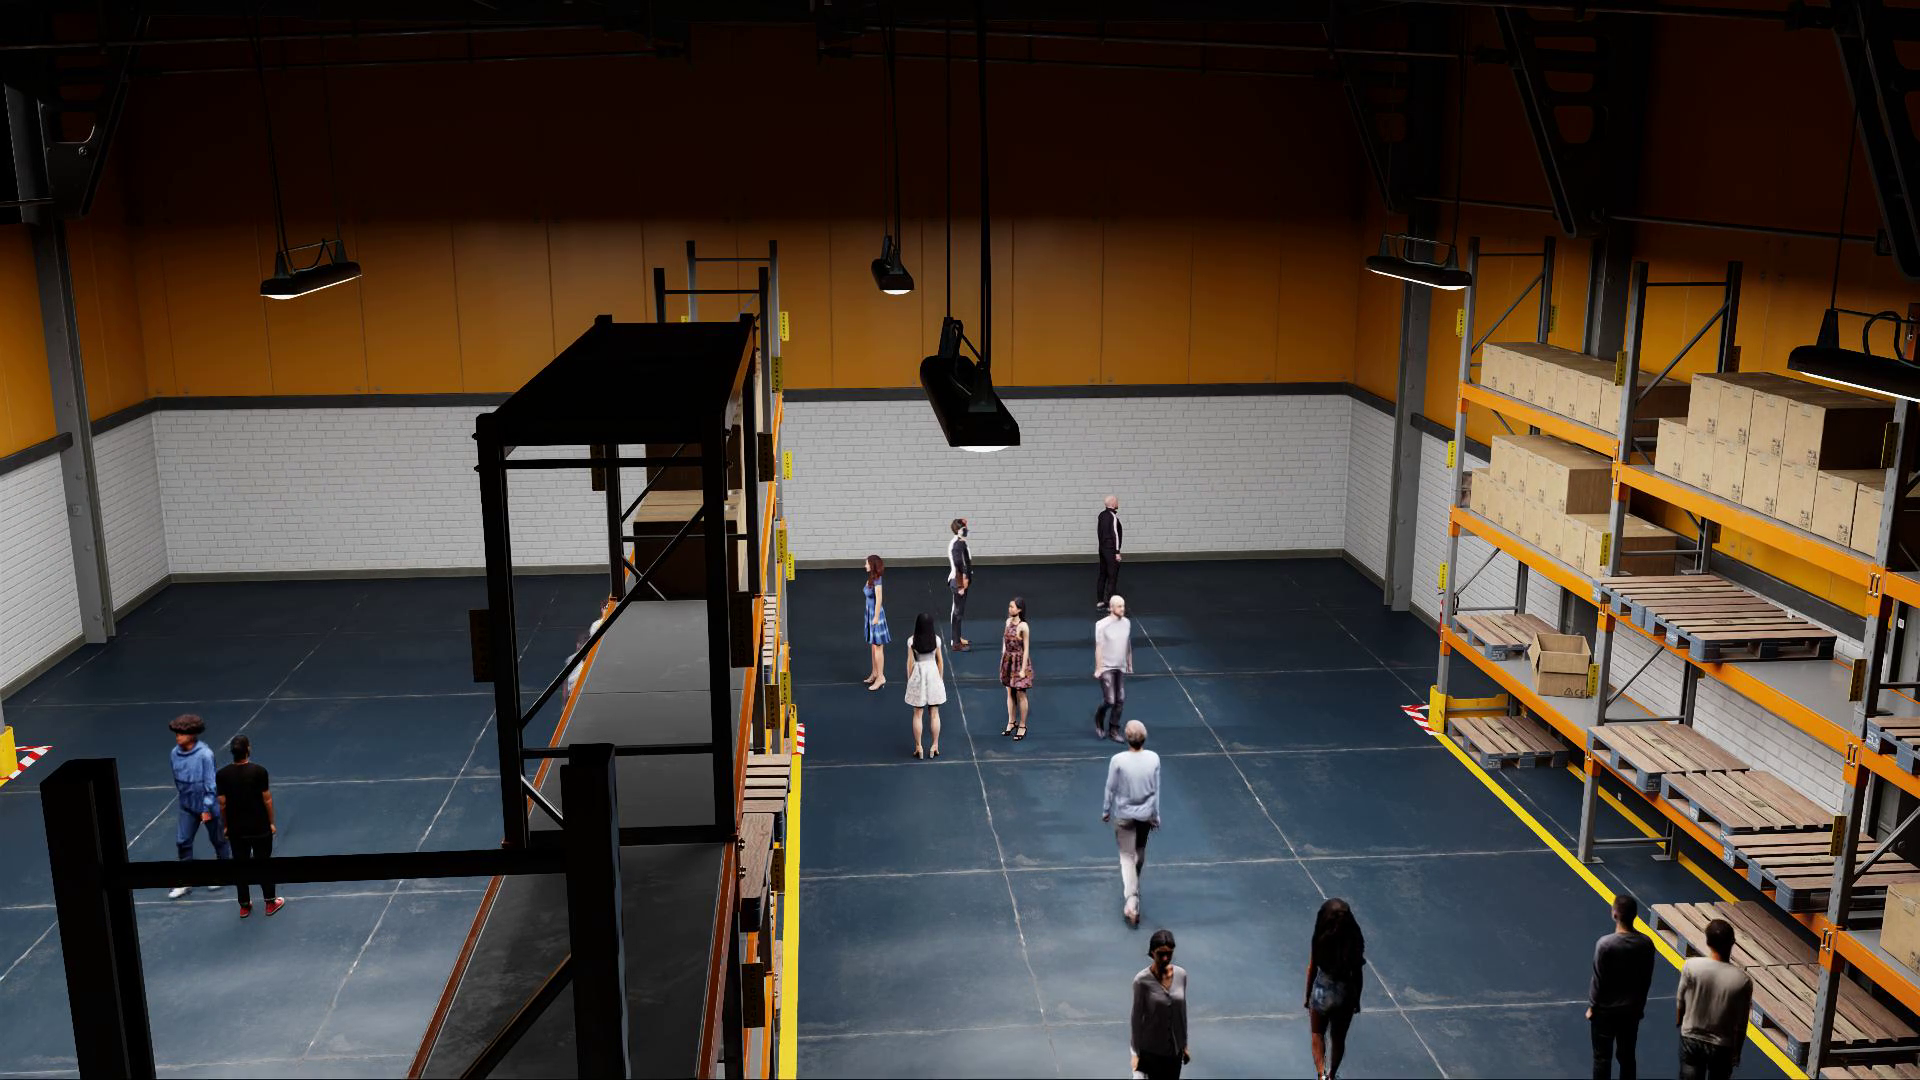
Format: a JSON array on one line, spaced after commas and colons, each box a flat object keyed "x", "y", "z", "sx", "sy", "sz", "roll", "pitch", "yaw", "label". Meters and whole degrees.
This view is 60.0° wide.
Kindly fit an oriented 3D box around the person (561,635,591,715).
[{"x": -4.231, "y": 1.870, "z": 18.974, "sx": 0.811, "sy": 1.665, "sz": 0.972, "roll": 3, "pitch": 14, "yaw": 14, "label": "person"}]

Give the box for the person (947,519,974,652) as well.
[{"x": -0.011, "y": 0.616, "z": 23.668, "sx": 0.752, "sy": 1.893, "sz": 0.545, "roll": 0, "pitch": 14, "yaw": 1, "label": "person"}]

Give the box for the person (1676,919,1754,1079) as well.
[{"x": 5.232, "y": 3.583, "z": 11.692, "sx": 1.020, "sy": 1.763, "sz": 1.213, "roll": 8, "pitch": 16, "yaw": 28, "label": "person"}]

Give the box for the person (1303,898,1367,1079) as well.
[{"x": 2.781, "y": 3.489, "z": 12.413, "sx": 0.678, "sy": 1.605, "sz": 0.810, "roll": 2, "pitch": 14, "yaw": 8, "label": "person"}]

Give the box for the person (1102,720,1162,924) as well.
[{"x": 1.626, "y": 2.632, "z": 15.446, "sx": 0.770, "sy": 1.843, "sz": 1.237, "roll": -3, "pitch": 14, "yaw": -11, "label": "person"}]

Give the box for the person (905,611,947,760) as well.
[{"x": -0.405, "y": 1.690, "z": 19.481, "sx": 0.629, "sy": 1.775, "sz": 0.607, "roll": -1, "pitch": 14, "yaw": -5, "label": "person"}]

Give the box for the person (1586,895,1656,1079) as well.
[{"x": 4.845, "y": 3.443, "z": 12.262, "sx": 0.623, "sy": 1.766, "sz": 0.547, "roll": -2, "pitch": 14, "yaw": -8, "label": "person"}]

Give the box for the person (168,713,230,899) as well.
[{"x": -7.277, "y": 2.505, "z": 16.088, "sx": 0.837, "sy": 1.788, "sz": 0.944, "roll": 3, "pitch": 14, "yaw": 11, "label": "person"}]

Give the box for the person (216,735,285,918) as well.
[{"x": -6.635, "y": 2.660, "z": 15.515, "sx": 0.631, "sy": 1.756, "sz": 0.558, "roll": -2, "pitch": 14, "yaw": -8, "label": "person"}]

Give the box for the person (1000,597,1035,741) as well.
[{"x": 0.673, "y": 1.542, "z": 20.096, "sx": 0.854, "sy": 1.774, "sz": 0.774, "roll": -10, "pitch": 17, "yaw": -35, "label": "person"}]

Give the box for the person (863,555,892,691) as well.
[{"x": -1.134, "y": 1.072, "z": 21.969, "sx": 0.758, "sy": 1.806, "sz": 0.552, "roll": -3, "pitch": 14, "yaw": -13, "label": "person"}]

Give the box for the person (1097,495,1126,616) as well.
[{"x": 2.279, "y": 0.208, "z": 25.468, "sx": 0.802, "sy": 1.837, "sz": 0.646, "roll": -6, "pitch": 15, "yaw": -25, "label": "person"}]

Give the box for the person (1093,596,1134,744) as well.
[{"x": 1.781, "y": 1.533, "z": 20.038, "sx": 0.816, "sy": 1.819, "sz": 0.859, "roll": -8, "pitch": 16, "yaw": -31, "label": "person"}]

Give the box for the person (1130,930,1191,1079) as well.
[{"x": 1.395, "y": 3.568, "z": 11.729, "sx": 0.649, "sy": 1.773, "sz": 0.614, "roll": -5, "pitch": 14, "yaw": -20, "label": "person"}]
